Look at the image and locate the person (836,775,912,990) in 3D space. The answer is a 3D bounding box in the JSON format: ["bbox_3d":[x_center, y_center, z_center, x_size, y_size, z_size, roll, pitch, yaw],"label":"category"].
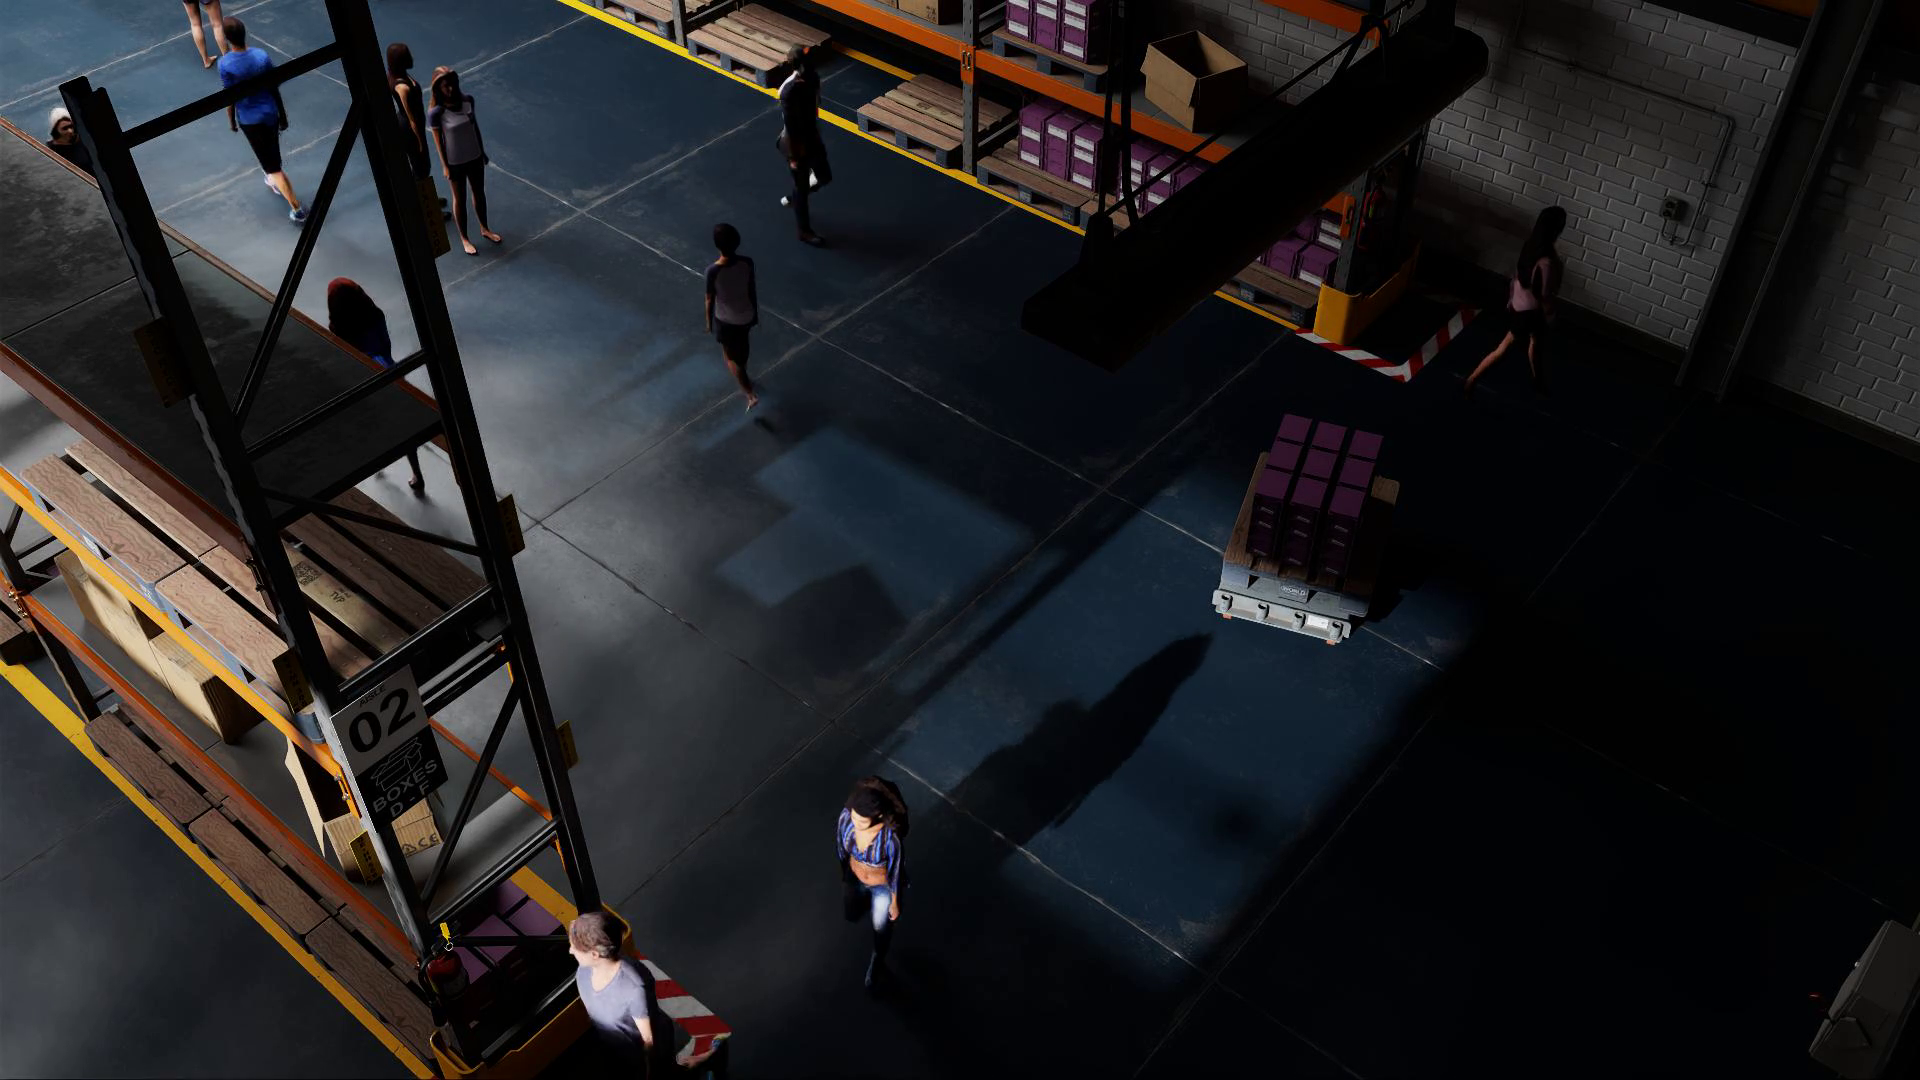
[{"bbox_3d":[-0.446,1.828,9.147,0.754,1.611,0.790,19,47,19],"label":"person"}]

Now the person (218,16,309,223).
[{"bbox_3d":[-6.179,-3.676,14.771,0.709,1.823,1.253,-33,53,-30],"label":"person"}]

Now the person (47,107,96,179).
[{"bbox_3d":[-7.257,-2.829,13.935,0.570,1.748,0.602,34,53,30],"label":"person"}]

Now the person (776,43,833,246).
[{"bbox_3d":[-1.448,-3.467,14.509,0.824,1.881,0.766,21,48,21],"label":"person"}]

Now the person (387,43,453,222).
[{"bbox_3d":[-4.868,-3.627,14.818,0.720,1.686,0.620,-15,46,-15],"label":"person"}]

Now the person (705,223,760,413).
[{"bbox_3d":[-1.726,-1.715,12.920,0.782,1.536,1.057,-23,48,-22],"label":"person"}]

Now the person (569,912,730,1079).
[{"bbox_3d":[-1.555,2.440,8.337,1.080,1.842,0.823,22,48,22],"label":"person"}]

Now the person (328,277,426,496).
[{"bbox_3d":[-4.174,-1.055,12.040,0.693,1.795,1.025,-32,52,-29],"label":"person"}]

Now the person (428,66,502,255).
[{"bbox_3d":[-4.339,-3.334,14.478,0.607,1.732,0.563,-34,53,-31],"label":"person"}]

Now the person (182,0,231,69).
[{"bbox_3d":[-7.781,-5.630,16.906,0.630,1.706,0.735,5,44,5],"label":"person"}]

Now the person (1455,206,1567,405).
[{"bbox_3d":[4.269,-1.720,12.758,1.140,1.768,1.015,1,44,1],"label":"person"}]
